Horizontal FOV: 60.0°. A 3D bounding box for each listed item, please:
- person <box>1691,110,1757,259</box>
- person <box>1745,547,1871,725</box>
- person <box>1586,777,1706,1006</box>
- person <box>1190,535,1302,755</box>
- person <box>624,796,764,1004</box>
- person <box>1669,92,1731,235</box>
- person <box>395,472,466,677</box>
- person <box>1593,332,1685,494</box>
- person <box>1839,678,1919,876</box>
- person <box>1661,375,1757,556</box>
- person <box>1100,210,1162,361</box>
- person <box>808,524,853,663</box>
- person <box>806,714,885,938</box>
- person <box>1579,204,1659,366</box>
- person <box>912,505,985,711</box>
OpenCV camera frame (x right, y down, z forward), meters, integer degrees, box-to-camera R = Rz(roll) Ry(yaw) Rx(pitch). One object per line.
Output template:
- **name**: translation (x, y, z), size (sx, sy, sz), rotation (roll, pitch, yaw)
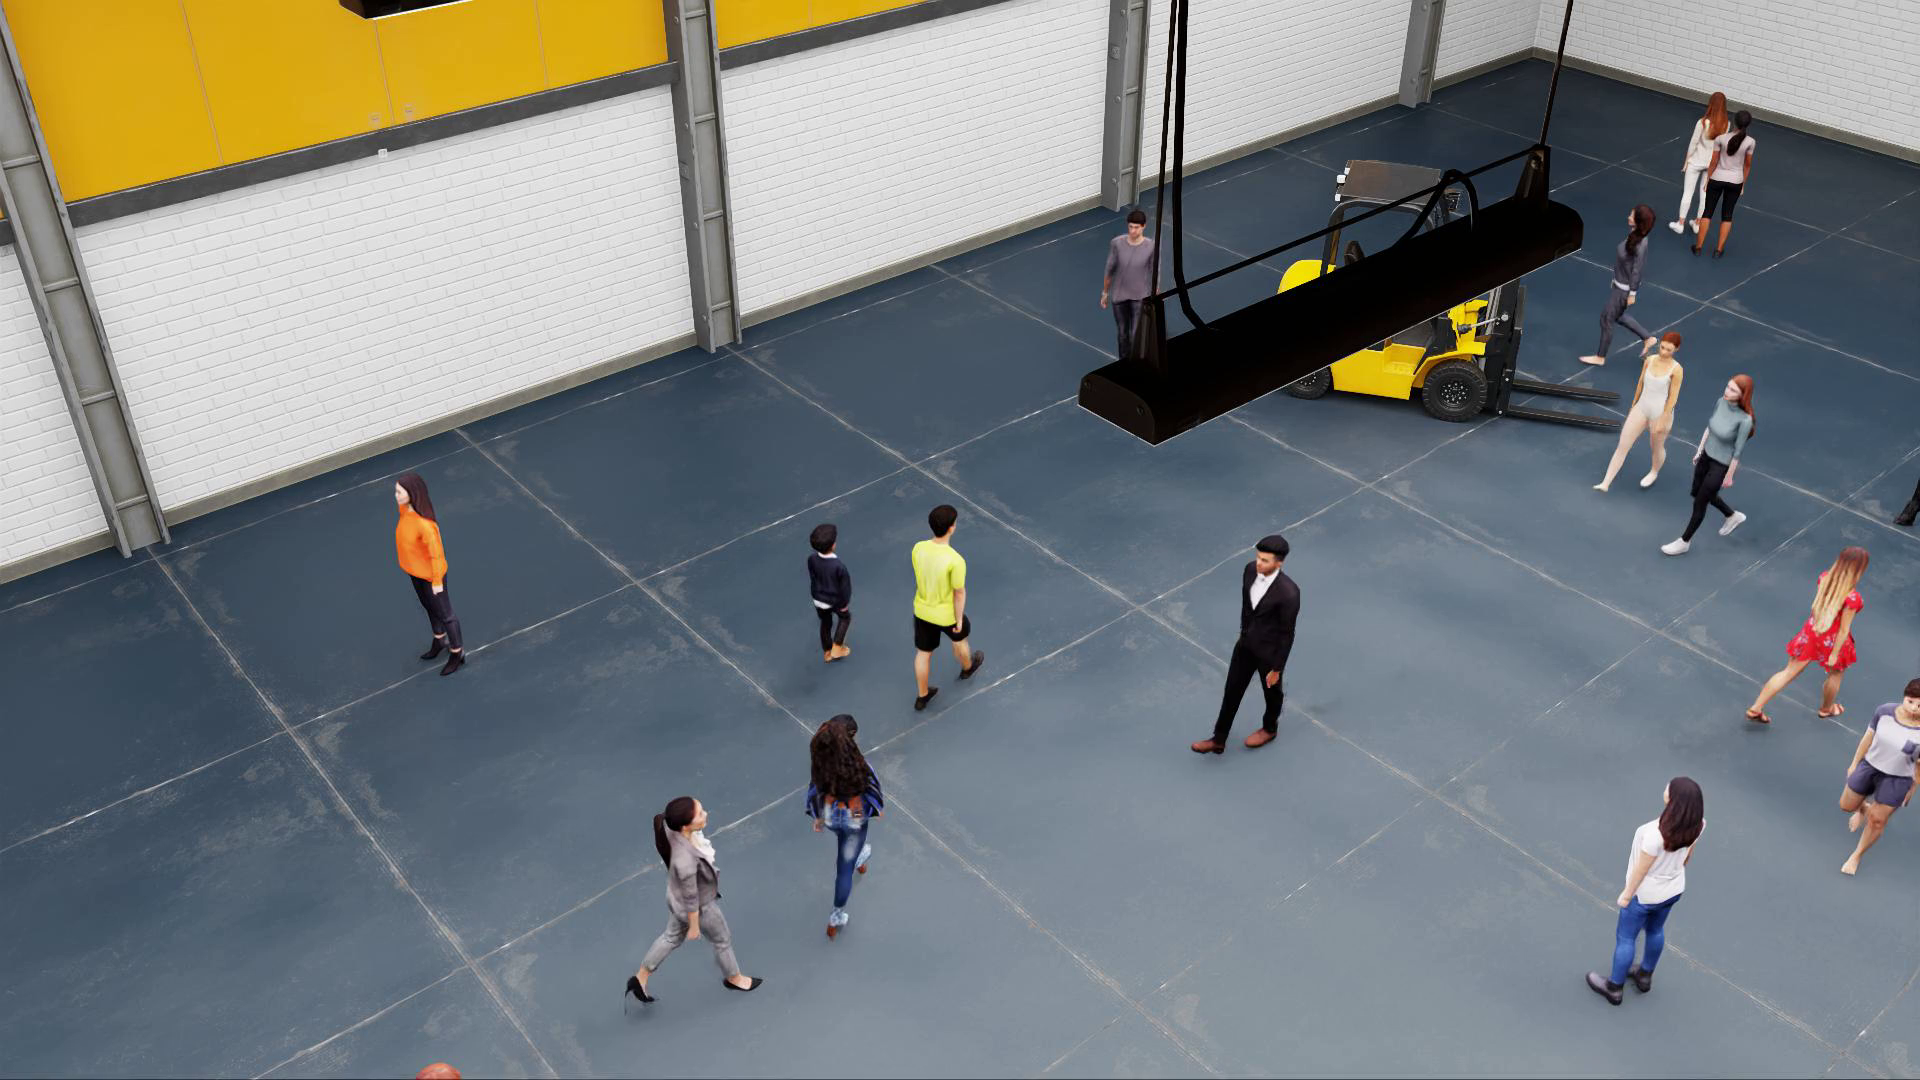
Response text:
- **person**: translation (8.864, -4.128, 19.267), size (0.689, 1.746, 0.699), rotation (12, 35, 17)
- **person**: translation (6.204, 0.742, 12.116), size (1.134, 1.553, 0.860), rotation (-9, 35, -13)
- **person**: translation (4.153, 2.112, 9.943), size (0.545, 1.677, 0.710), rotation (-17, 37, -23)
- **person**: translation (2.239, 0.729, 11.857), size (1.000, 1.861, 0.782), rotation (-21, 39, -28)
- **person**: translation (-1.679, 2.174, 9.878), size (1.142, 1.646, 0.839), rotation (-13, 36, -19)
- **person**: translation (8.879, -4.492, 19.849), size (0.658, 1.709, 0.733), rotation (0, 34, 0)
- **person**: translation (-4.059, 0.240, 12.695), size (0.531, 1.748, 0.607), rotation (-26, 41, -33)
- **person**: translation (6.263, -1.140, 14.906), size (1.004, 1.598, 0.592), rotation (-23, 40, -31)
- **person**: translation (6.131, 1.498, 10.978), size (0.744, 1.554, 0.586), rotation (-27, 42, -35)
- **person**: translation (6.441, -0.632, 14.023), size (1.046, 1.730, 0.887), rotation (-5, 34, -8)
- **person**: translation (1.744, -2.486, 16.717), size (0.817, 1.835, 0.827), rotation (15, 37, 22)
- **person**: translation (-1.033, 0.443, 12.868), size (0.569, 1.219, 0.577), rotation (17, 37, 23)
- **person**: translation (-0.752, 1.821, 10.470), size (0.913, 1.579, 1.098), rotation (13, 36, 18)
- **person**: translation (6.862, -2.583, 16.940), size (1.016, 1.749, 1.015), rotation (7, 34, 10)
- **person**: translation (-0.202, 0.543, 12.299), size (0.859, 1.681, 1.056), rotation (15, 37, 22)
